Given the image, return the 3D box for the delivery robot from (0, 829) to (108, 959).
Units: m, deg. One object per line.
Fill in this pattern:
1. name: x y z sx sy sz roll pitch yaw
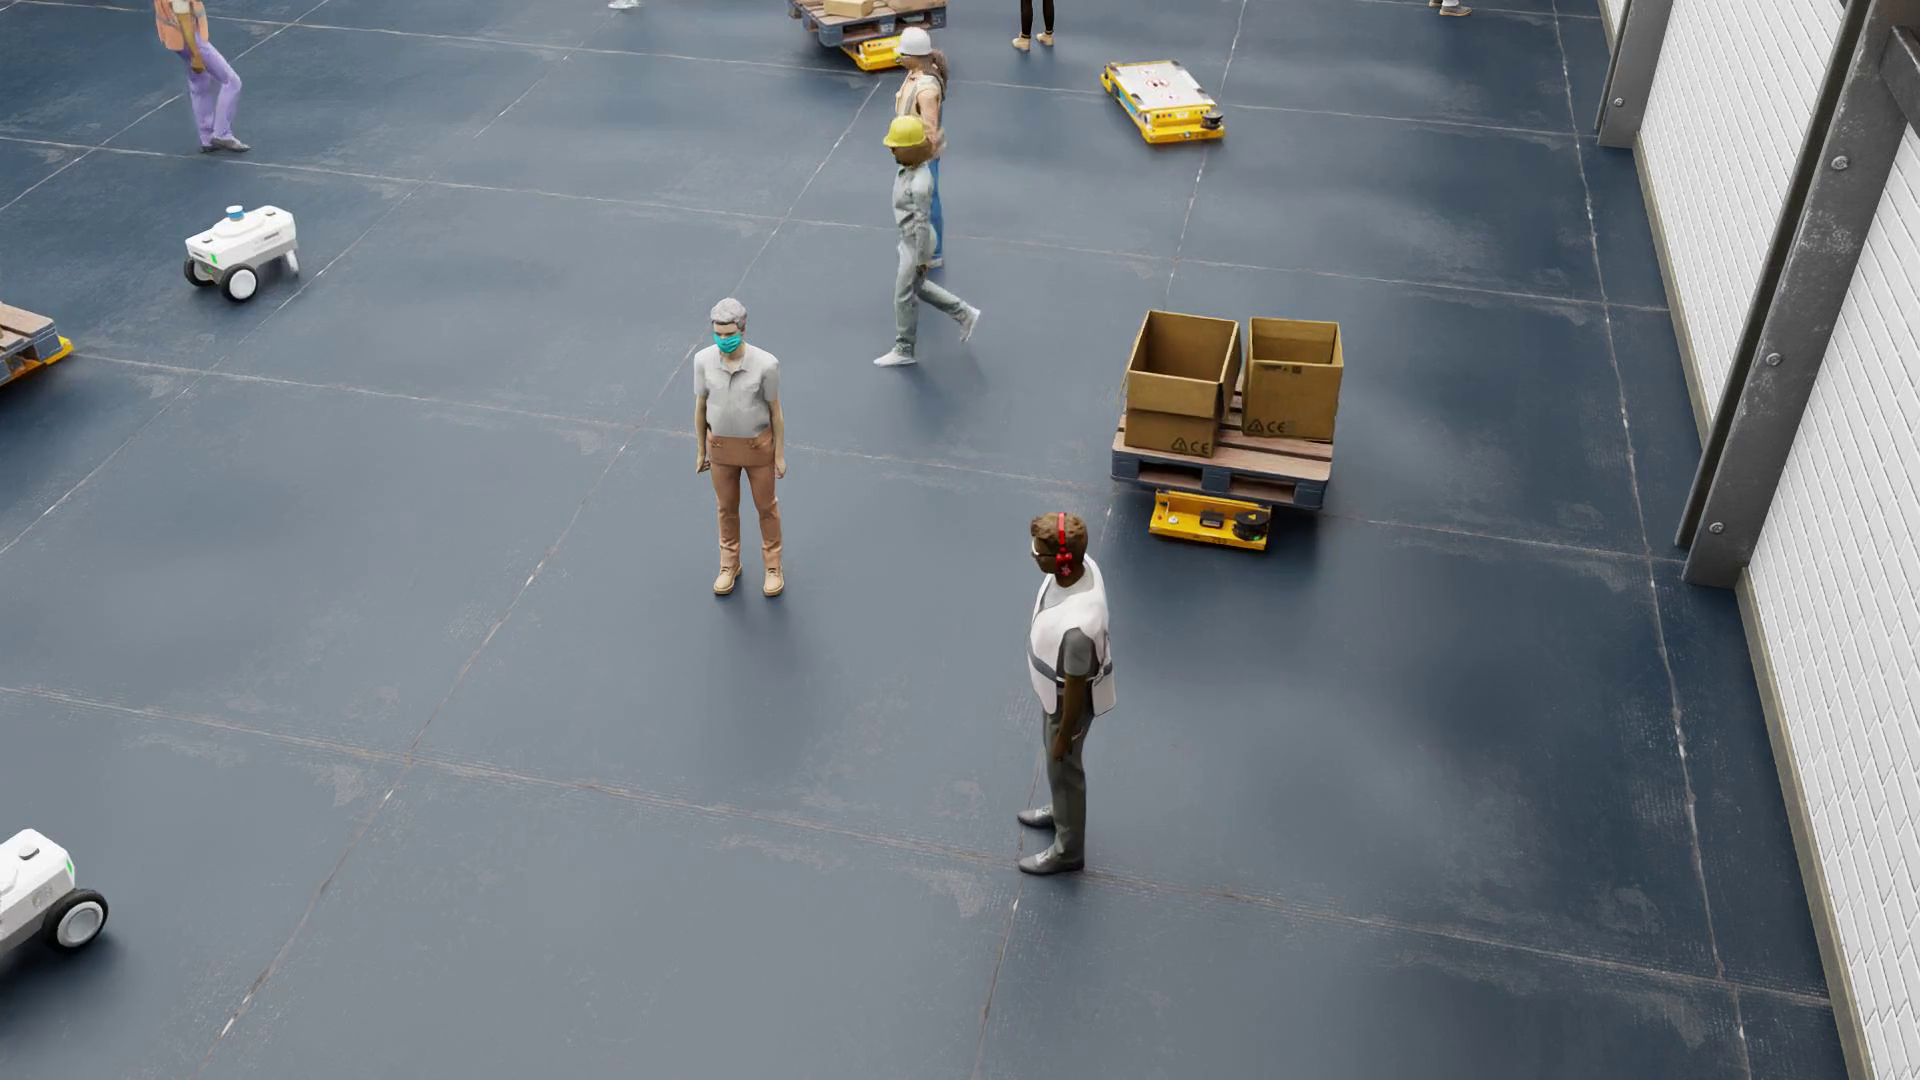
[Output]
1. delivery robot: -4.028 1.552 6.915 0.522 0.609 0.780 20 41 25

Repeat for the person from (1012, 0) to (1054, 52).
1. person: 0.693 -5.318 15.147 0.528 1.688 0.322 -22 42 -27

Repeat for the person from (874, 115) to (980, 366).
1. person: -0.217 -1.867 10.529 0.639 1.688 0.482 -5 37 -7

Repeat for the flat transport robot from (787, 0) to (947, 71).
1. flat transport robot: -0.875 -4.760 15.588 0.659 0.231 1.431 -16 40 -21

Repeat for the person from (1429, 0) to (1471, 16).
1. person: 4.813 -5.997 15.893 0.356 1.887 0.572 -5 37 -6

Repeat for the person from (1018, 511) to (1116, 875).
1. person: 0.452 0.650 7.045 0.402 1.833 0.567 -1 37 -1

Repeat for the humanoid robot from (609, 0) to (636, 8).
1. humanoid robot: -3.304 -5.972 15.995 0.737 1.797 0.543 29 45 33

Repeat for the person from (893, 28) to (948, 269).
1. person: -0.268 -2.741 11.668 0.371 1.727 0.495 -7 37 -10

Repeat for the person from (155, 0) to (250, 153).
1. person: -6.058 -3.952 13.206 0.505 1.831 0.575 -26 44 -30

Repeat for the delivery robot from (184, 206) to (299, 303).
1. delivery robot: -5.062 -2.037 11.722 0.523 0.614 0.785 23 42 27

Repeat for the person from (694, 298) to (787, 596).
1. person: -1.135 -0.470 8.613 0.475 1.747 0.320 2 37 3

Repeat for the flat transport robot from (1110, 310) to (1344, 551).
1. flat transport robot: 1.561 -0.457 9.830 0.659 0.231 1.431 9 38 12

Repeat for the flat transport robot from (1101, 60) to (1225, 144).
1. flat transport robot: 1.727 -3.787 14.286 0.659 0.231 1.431 -8 37 -10

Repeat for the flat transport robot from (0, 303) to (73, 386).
1. flat transport robot: -6.489 -1.030 10.597 0.659 0.231 1.431 17 40 21
